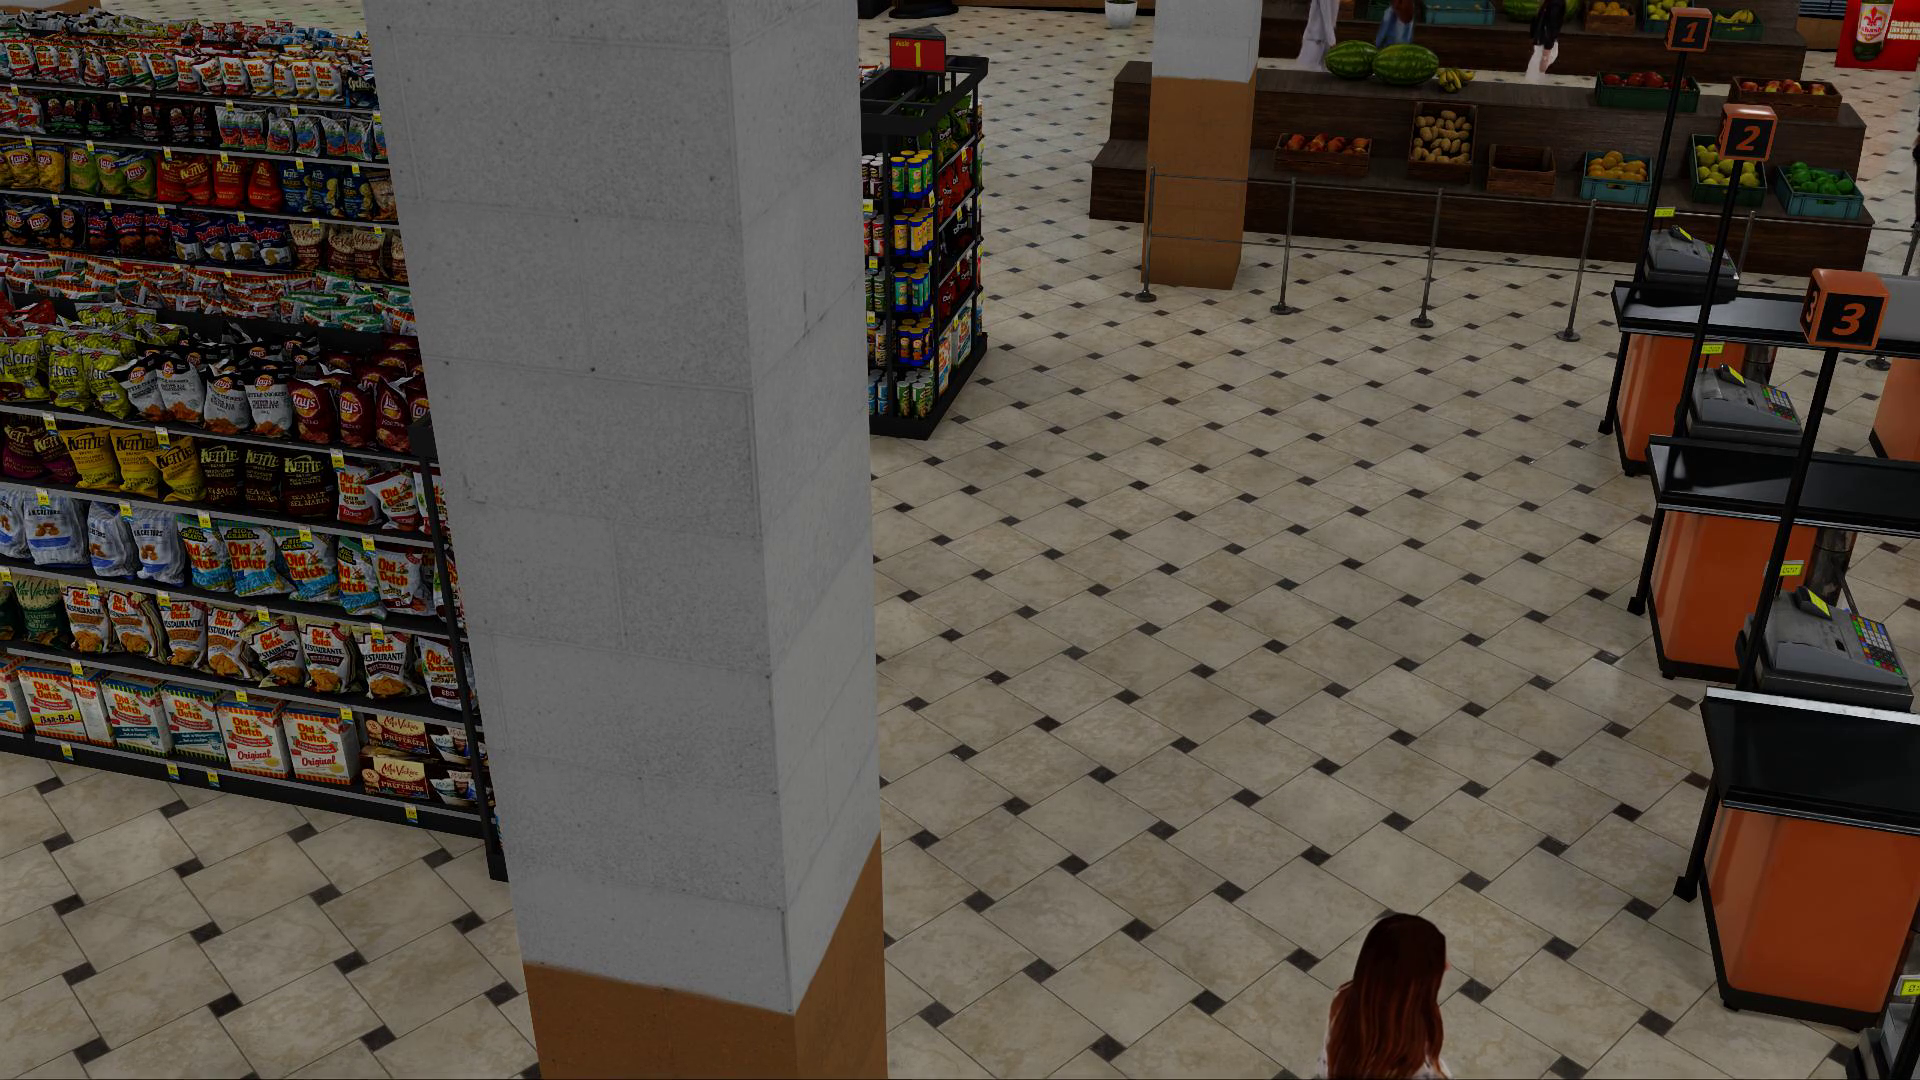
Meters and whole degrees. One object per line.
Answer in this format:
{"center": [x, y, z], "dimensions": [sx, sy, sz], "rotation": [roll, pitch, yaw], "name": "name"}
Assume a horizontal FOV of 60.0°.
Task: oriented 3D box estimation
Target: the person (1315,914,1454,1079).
{"center": [1.041, 1.649, 4.289], "dimensions": [0.660, 1.728, 0.654], "rotation": [-8, 30, -14], "name": "person"}

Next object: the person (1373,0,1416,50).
{"center": [4.333, -4.765, 16.319], "dimensions": [0.777, 1.457, 0.870], "rotation": [-25, 37, -38], "name": "person"}
